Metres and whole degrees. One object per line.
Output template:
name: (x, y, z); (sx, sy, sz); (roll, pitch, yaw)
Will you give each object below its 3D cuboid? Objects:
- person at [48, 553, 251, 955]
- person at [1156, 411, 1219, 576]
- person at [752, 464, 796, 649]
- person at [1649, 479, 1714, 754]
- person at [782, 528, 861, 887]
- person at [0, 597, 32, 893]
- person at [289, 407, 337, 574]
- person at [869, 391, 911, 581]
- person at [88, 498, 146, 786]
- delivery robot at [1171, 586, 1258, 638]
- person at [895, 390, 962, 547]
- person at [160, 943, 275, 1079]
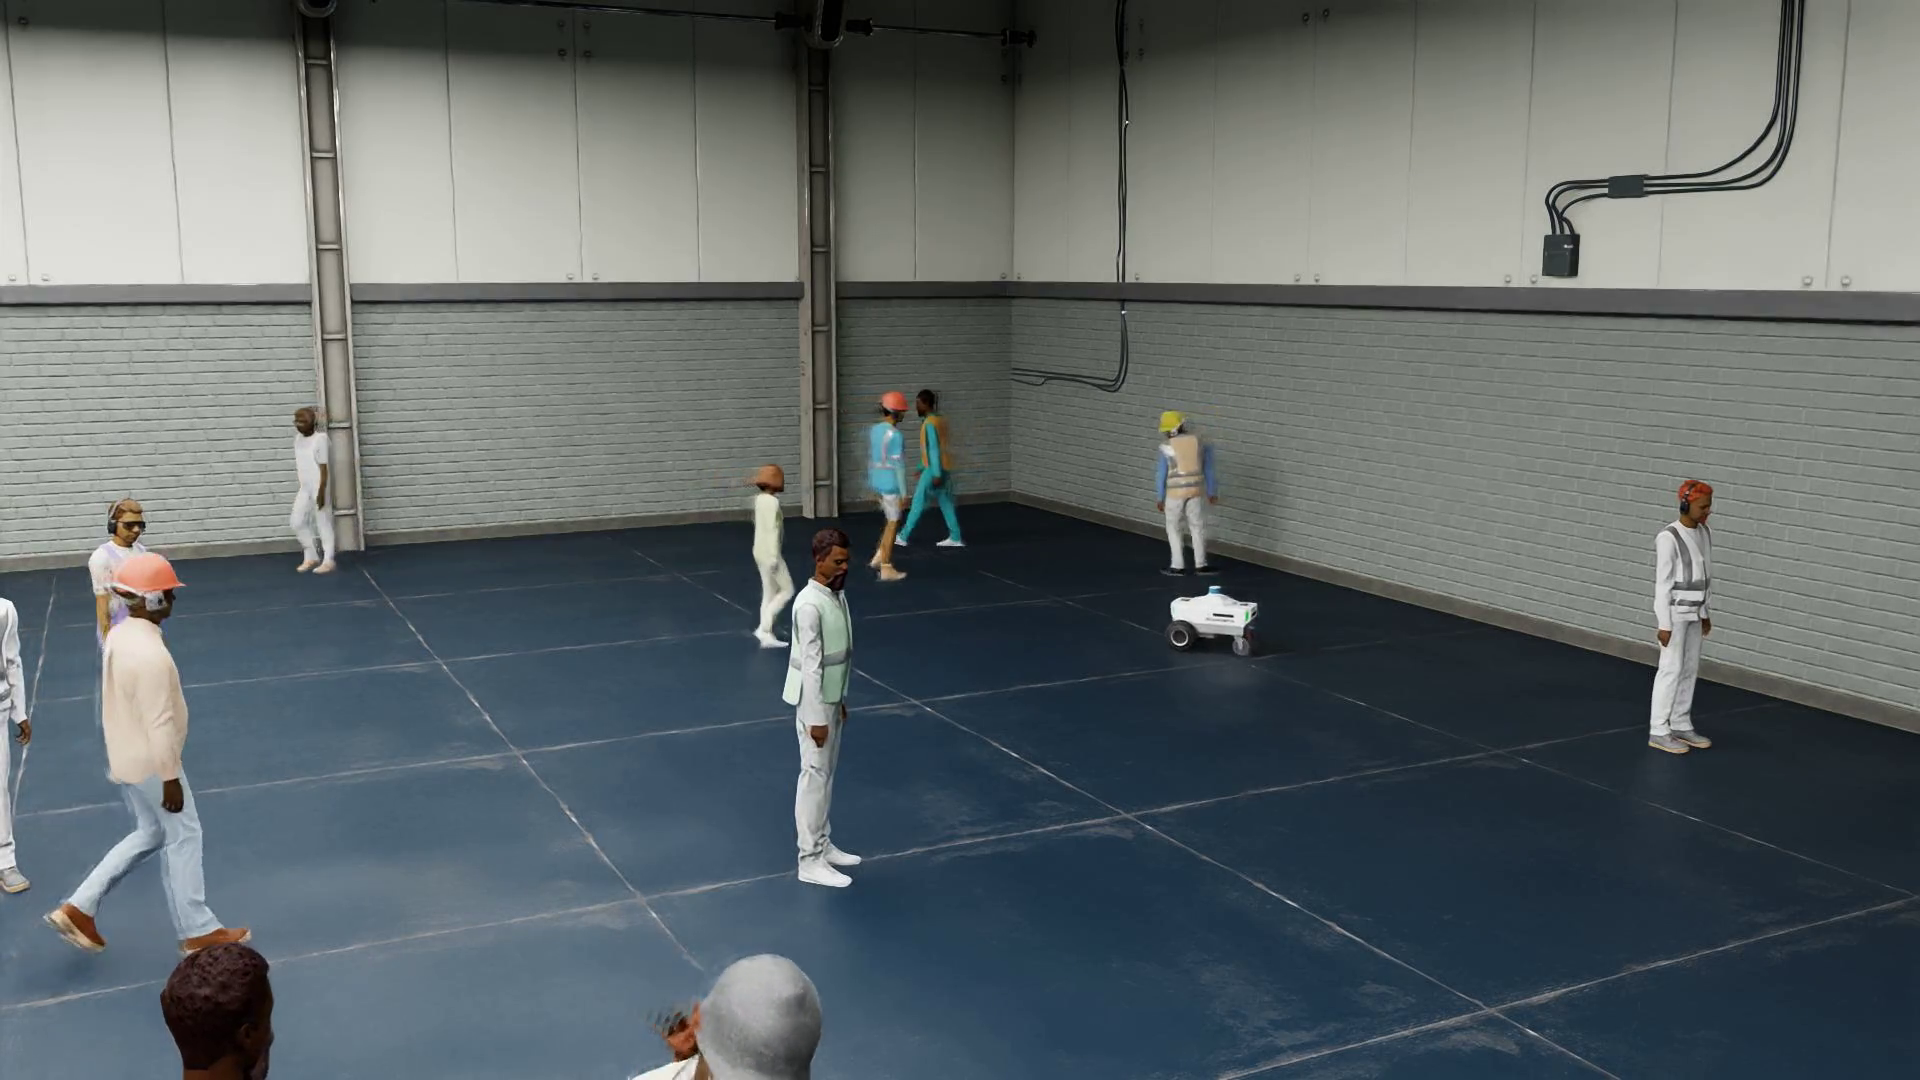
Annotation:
person: (-3.871, 1.043, 7.857); (0.752, 1.975, 0.628); (-8, 12, -41)
person: (2.452, -0.499, 17.914); (0.735, 1.791, 0.405); (-3, 10, -17)
person: (-1.614, 0.148, 14.404); (0.342, 1.611, 0.549); (-4, 10, -22)
person: (4.934, 0.521, 11.346); (0.584, 1.876, 0.374); (-8, 12, -39)
person: (-0.744, 0.884, 8.972); (0.398, 1.915, 0.588); (1, 9, 8)
person: (-5.167, 0.949, 8.663); (0.343, 1.882, 0.586); (8, 12, 42)
person: (-6.992, -0.525, 17.916); (0.541, 1.822, 0.547); (5, 11, 29)
person: (-0.708, -0.561, 17.537); (0.428, 2.022, 0.634); (-5, 10, -26)
person: (-5.325, 0.646, 10.664); (0.345, 1.841, 0.506); (1, 9, 5)
delivery robot: (2.198, 0.639, 14.367); (0.707, 0.478, 0.477); (4, 10, 23)
person: (-0.427, -0.836, 19.702); (0.988, 1.871, 0.608); (1, 9, 5)
person: (-1.513, 1.777, 3.460); (0.597, 1.915, 0.374); (2, 9, 11)
